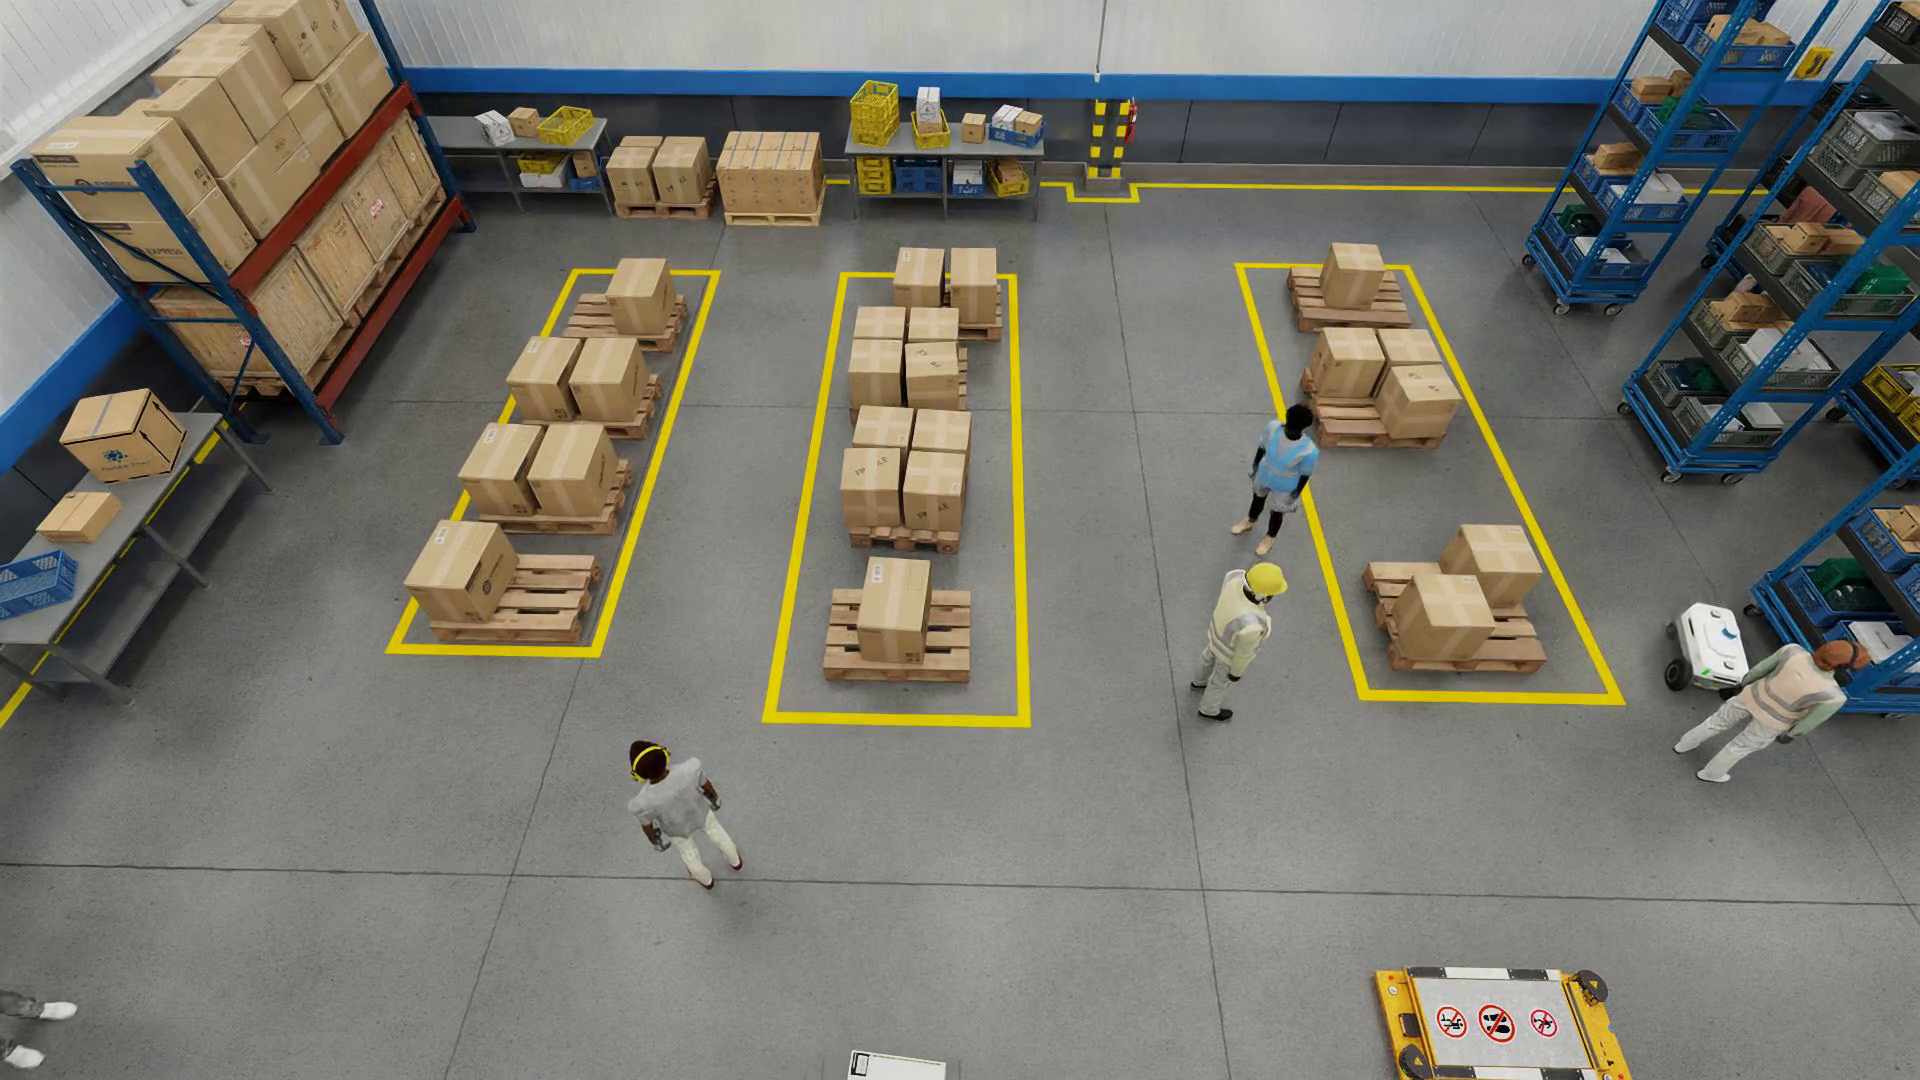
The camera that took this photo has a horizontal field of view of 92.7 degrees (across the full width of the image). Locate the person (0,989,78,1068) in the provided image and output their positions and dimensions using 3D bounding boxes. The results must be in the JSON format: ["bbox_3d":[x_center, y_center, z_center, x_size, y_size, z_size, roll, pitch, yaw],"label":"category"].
[{"bbox_3d":[-6.060,2.658,5.256,0.401,1.908,0.599,2,51,2],"label":"person"}]

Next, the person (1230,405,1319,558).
[{"bbox_3d":[2.752,-0.522,7.985,0.359,1.691,0.572,-32,57,-23],"label":"person"}]

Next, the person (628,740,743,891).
[{"bbox_3d":[-1.794,1.812,5.977,0.508,1.861,0.321,-33,58,-24],"label":"person"}]

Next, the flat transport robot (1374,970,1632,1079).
[{"bbox_3d":[3.501,3.133,5.914,1.431,0.197,0.652,1,51,1],"label":"flat transport robot"}]

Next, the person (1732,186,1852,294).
[{"bbox_3d":[9.098,-3.169,9.959,0.385,1.981,0.614,-20,53,-15],"label":"person"}]

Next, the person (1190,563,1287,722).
[{"bbox_3d":[2.052,0.759,6.857,0.403,1.823,0.583,0,51,0],"label":"person"}]

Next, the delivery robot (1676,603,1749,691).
[{"bbox_3d":[6.190,0.869,7.520,0.477,0.478,0.707,13,52,11],"label":"delivery robot"}]

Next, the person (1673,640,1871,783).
[{"bbox_3d":[5.805,1.219,6.598,0.314,1.635,0.516,-9,51,-7],"label":"person"}]
